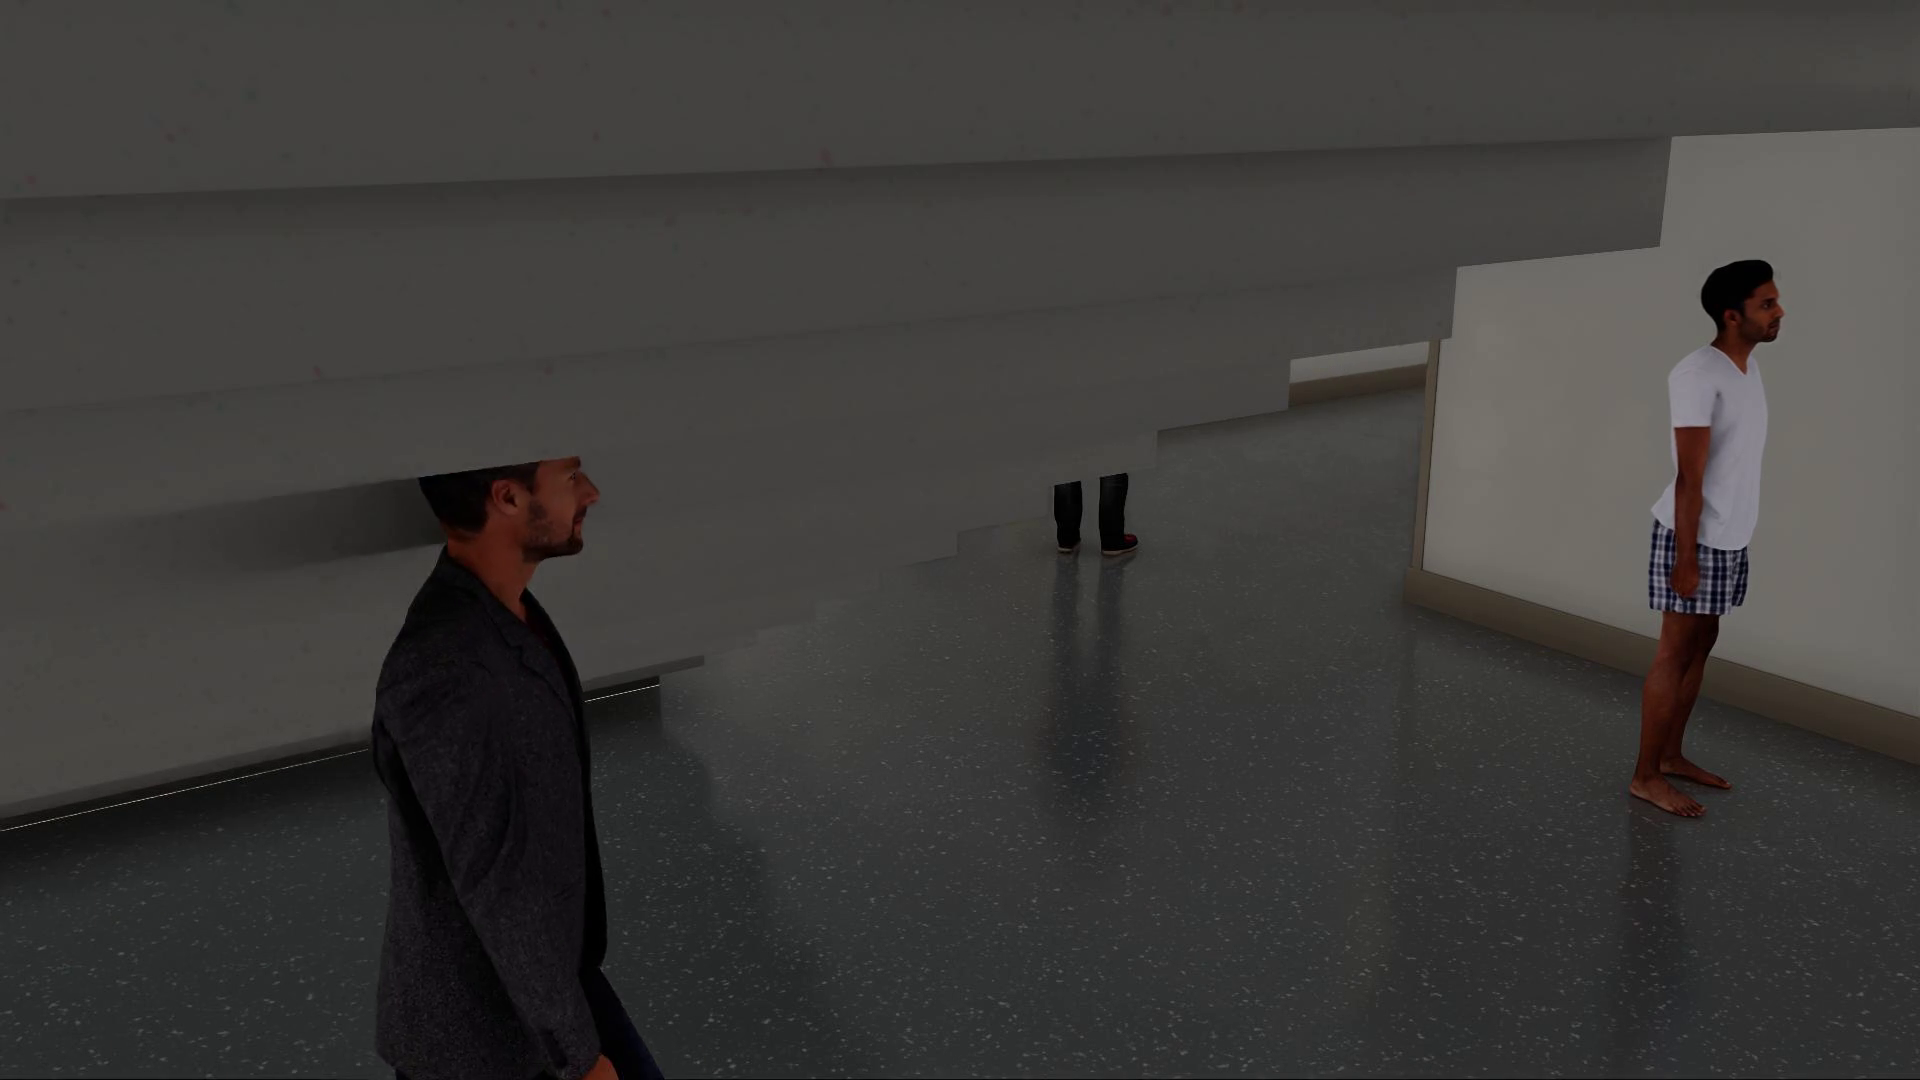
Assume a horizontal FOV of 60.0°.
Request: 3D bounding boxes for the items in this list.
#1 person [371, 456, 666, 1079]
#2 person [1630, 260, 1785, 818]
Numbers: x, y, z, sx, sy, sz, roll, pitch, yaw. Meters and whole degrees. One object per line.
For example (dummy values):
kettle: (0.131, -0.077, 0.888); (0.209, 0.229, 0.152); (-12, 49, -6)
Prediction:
person: (-0.779, 0.700, 2.494); (1.011, 1.843, 1.007); (-1, 16, -5)
person: (2.344, -0.021, 5.251); (0.607, 1.735, 0.680); (14, 21, 40)
